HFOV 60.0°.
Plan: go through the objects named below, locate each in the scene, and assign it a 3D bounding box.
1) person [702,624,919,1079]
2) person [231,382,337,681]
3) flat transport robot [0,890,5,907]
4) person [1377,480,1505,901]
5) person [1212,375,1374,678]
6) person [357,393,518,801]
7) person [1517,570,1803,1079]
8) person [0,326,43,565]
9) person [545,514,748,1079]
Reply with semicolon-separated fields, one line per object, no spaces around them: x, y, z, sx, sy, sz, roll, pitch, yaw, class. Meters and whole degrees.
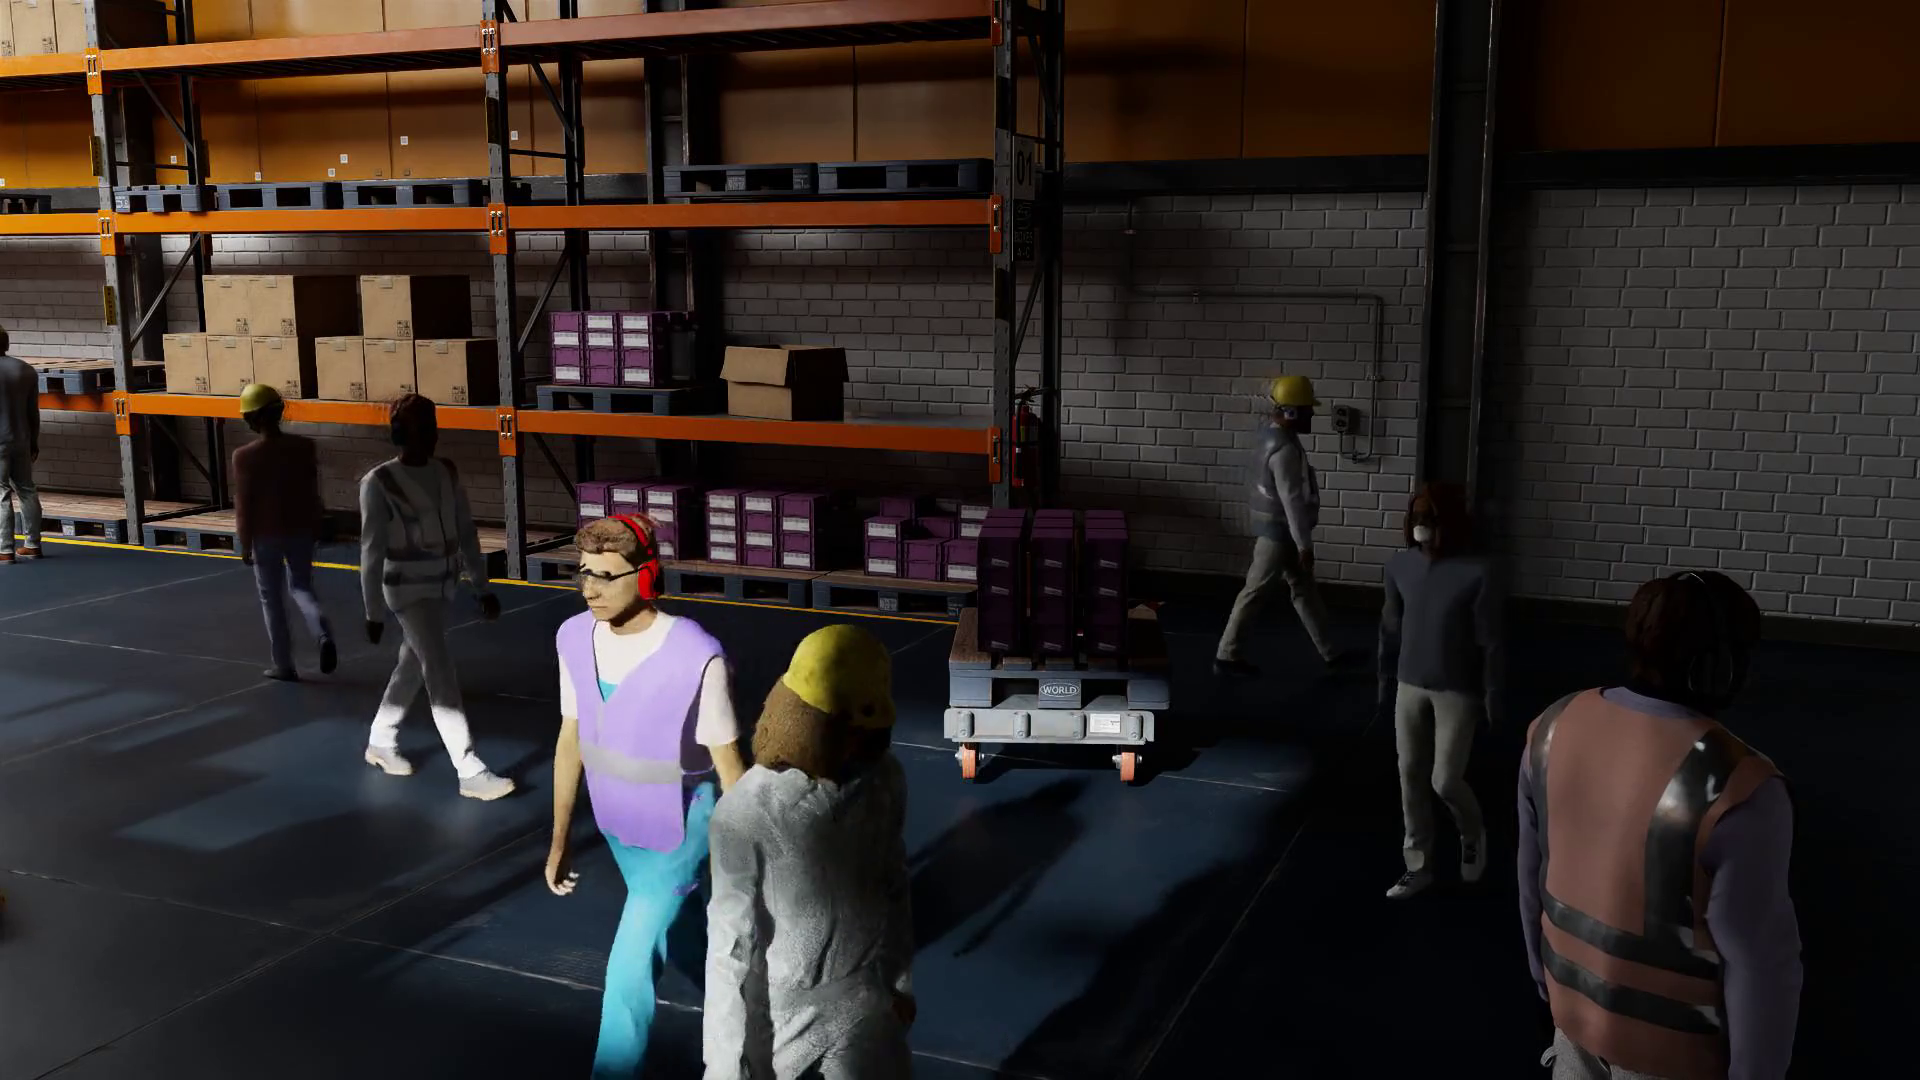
-0.303;0.998;3.458;0.572;1.711;0.493;-9;13;-42;person
-3.866;-0.031;9.526;0.484;1.743;0.540;8;12;38;person
-4.247;1.223;6.439;0.652;0.197;1.431;-9;13;-42;flat transport robot
1.805;0.574;6.280;0.393;1.617;0.523;-9;13;-43;person
1.921;-0.061;9.611;0.949;1.777;0.620;1;10;8;person
-2.476;0.244;7.637;0.986;1.841;0.575;4;10;22;person
1.381;0.965;3.285;0.429;1.842;0.636;-4;10;-22;person
-7.701;-0.771;13.394;0.358;1.938;0.636;4;10;21;person
-0.801;0.794;4.519;0.592;1.786;0.973;9;13;42;person
